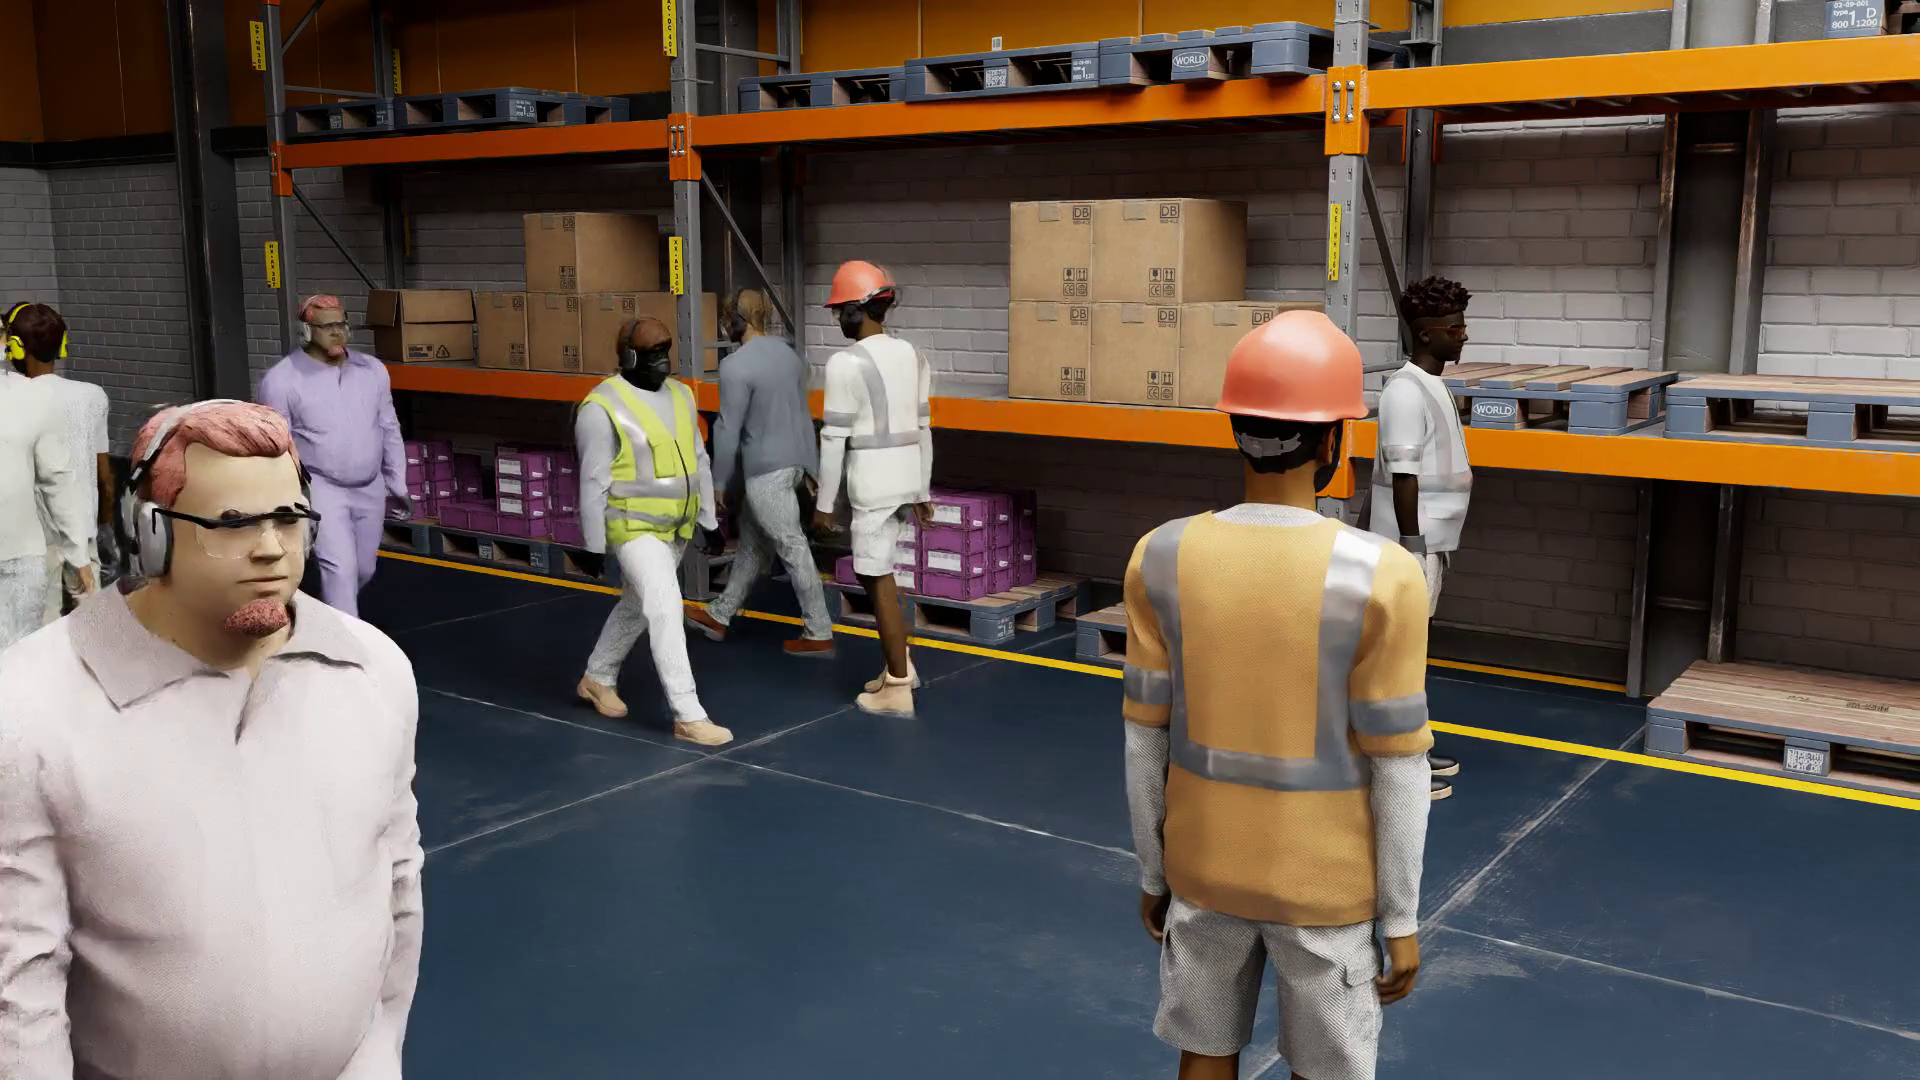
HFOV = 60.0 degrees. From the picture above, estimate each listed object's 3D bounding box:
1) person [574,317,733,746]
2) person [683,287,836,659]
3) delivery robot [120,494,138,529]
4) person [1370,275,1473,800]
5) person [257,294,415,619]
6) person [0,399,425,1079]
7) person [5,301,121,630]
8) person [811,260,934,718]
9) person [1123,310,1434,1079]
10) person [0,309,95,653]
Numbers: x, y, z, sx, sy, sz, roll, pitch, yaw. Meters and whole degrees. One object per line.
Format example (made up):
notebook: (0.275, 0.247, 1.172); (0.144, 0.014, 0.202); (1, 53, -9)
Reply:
person: (-1.366, -0.060, 7.147); (0.956, 1.801, 0.621); (5, 11, 29)
person: (-1.077, -0.339, 8.517); (1.023, 1.879, 0.642); (4, 10, 20)
delivery robot: (-5.407, -0.202, 11.381); (0.707, 0.478, 0.477); (6, 11, 31)
person: (1.760, -0.016, 6.356); (0.367, 1.966, 0.606); (4, 10, 23)
person: (-3.008, -0.241, 7.985); (0.881, 1.874, 0.644); (7, 12, 38)
person: (-1.008, 0.731, 2.251); (0.631, 1.866, 0.991); (-9, 13, -42)
person: (-3.519, 0.014, 6.475); (0.311, 1.866, 0.529); (4, 10, 25)
person: (-0.396, -0.212, 7.355); (0.531, 2.019, 0.601); (5, 11, 30)
person: (0.551, 0.577, 2.909); (0.542, 1.938, 0.358); (6, 11, 30)
person: (-3.315, 0.095, 5.836); (0.803, 1.914, 0.655); (5, 11, 26)
